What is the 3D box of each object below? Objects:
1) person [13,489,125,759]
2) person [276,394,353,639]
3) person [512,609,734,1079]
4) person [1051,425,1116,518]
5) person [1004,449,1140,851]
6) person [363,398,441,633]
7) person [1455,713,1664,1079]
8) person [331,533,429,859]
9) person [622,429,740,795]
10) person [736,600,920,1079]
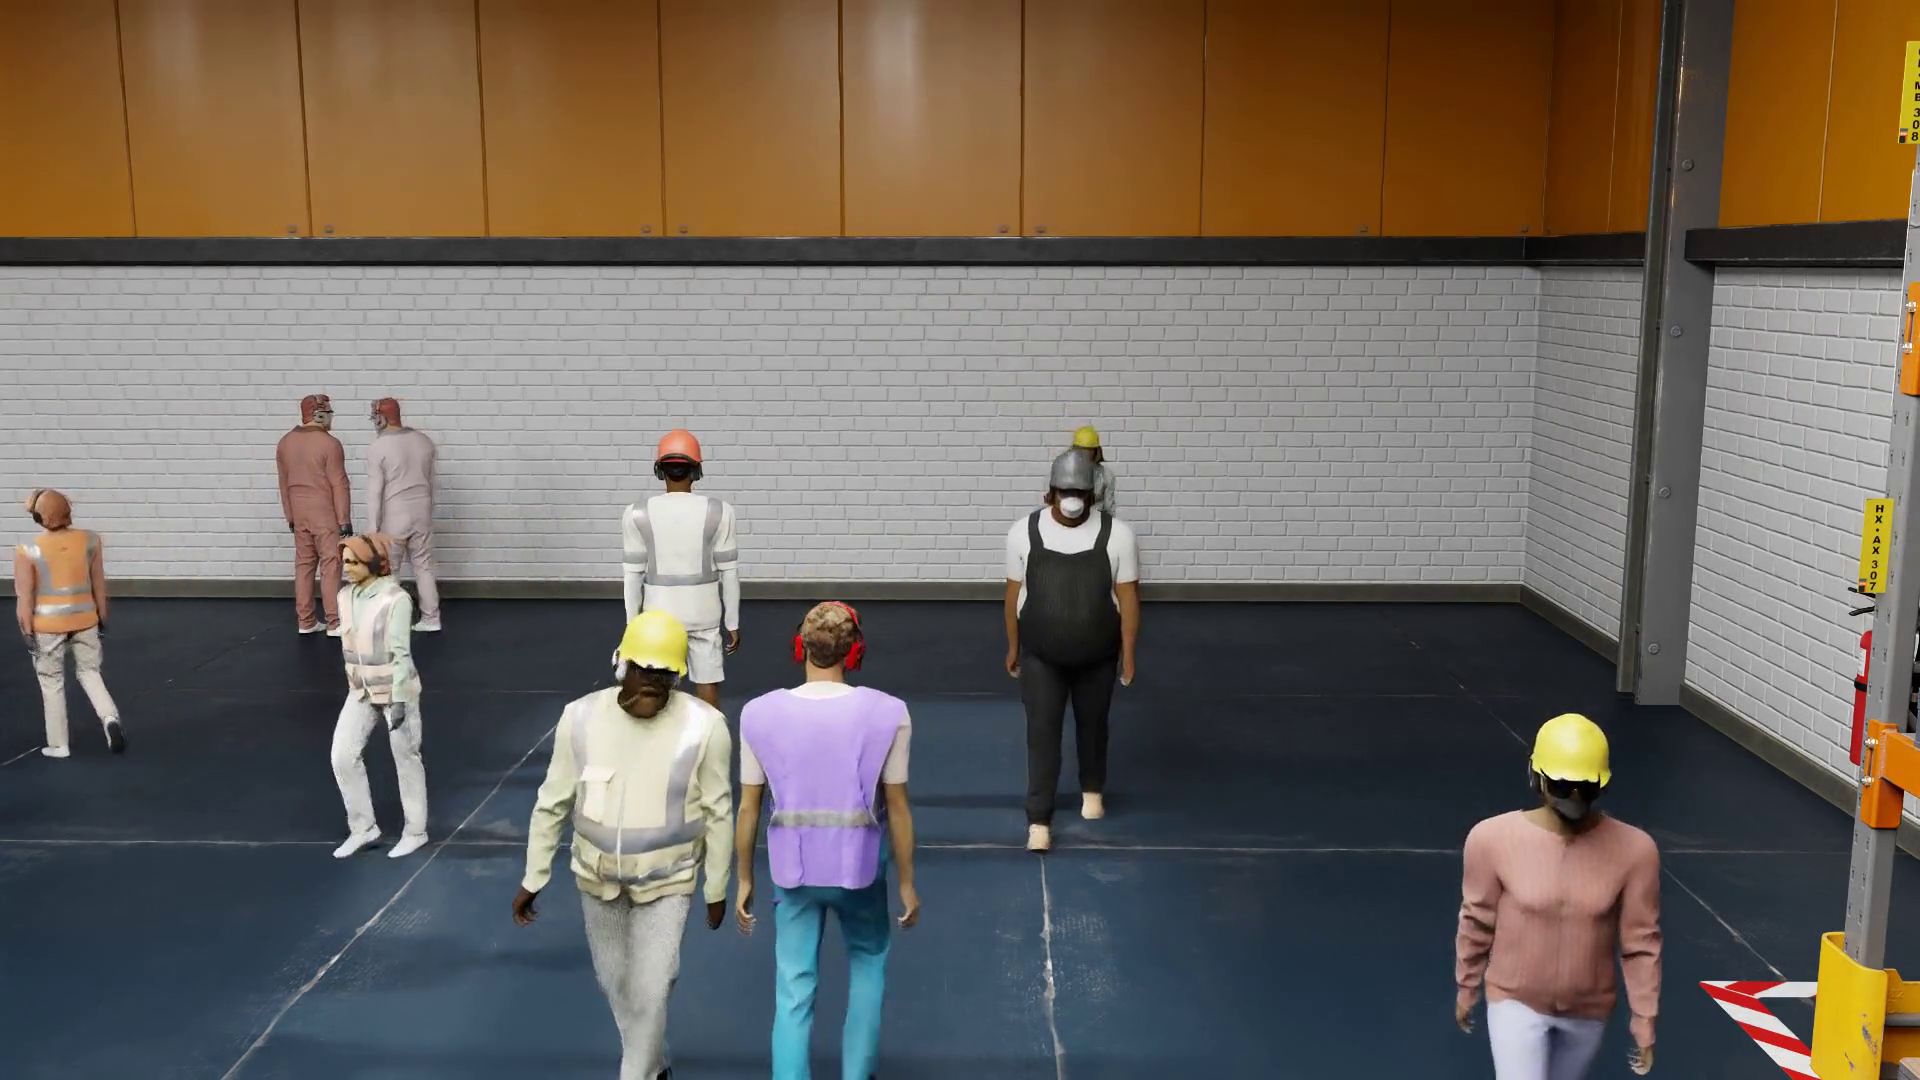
[{"bbox_3d":[-5.195,0.505,9.696,0.553,1.617,0.525,7,12,38],"label":"person"},{"bbox_3d":[-4.991,-0.187,12.999,0.646,1.904,0.401,5,11,25],"label":"person"},{"bbox_3d":[-1.102,1.111,5.518,0.695,1.802,0.552,1,10,8],"label":"person"},{"bbox_3d":[0.912,-0.025,12.575,0.496,1.729,0.557,-1,10,-8],"label":"person"},{"bbox_3d":[0.567,0.500,8.479,0.695,2.000,0.834,1,10,5],"label":"person"},{"bbox_3d":[-4.392,-0.157,12.970,0.457,1.897,0.673,6,11,32],"label":"person"},{"bbox_3d":[1.681,1.292,4.733,0.531,1.721,0.951,1,10,7],"label":"person"},{"bbox_3d":[-2.843,0.778,8.077,0.534,1.622,0.537,5,11,27],"label":"person"},{"bbox_3d":[-1.490,0.421,8.951,0.614,2.038,0.396,-1,10,-7],"label":"person"},{"bbox_3d":[-0.433,1.107,5.544,0.628,1.808,0.697,0,9,1],"label":"person"}]
